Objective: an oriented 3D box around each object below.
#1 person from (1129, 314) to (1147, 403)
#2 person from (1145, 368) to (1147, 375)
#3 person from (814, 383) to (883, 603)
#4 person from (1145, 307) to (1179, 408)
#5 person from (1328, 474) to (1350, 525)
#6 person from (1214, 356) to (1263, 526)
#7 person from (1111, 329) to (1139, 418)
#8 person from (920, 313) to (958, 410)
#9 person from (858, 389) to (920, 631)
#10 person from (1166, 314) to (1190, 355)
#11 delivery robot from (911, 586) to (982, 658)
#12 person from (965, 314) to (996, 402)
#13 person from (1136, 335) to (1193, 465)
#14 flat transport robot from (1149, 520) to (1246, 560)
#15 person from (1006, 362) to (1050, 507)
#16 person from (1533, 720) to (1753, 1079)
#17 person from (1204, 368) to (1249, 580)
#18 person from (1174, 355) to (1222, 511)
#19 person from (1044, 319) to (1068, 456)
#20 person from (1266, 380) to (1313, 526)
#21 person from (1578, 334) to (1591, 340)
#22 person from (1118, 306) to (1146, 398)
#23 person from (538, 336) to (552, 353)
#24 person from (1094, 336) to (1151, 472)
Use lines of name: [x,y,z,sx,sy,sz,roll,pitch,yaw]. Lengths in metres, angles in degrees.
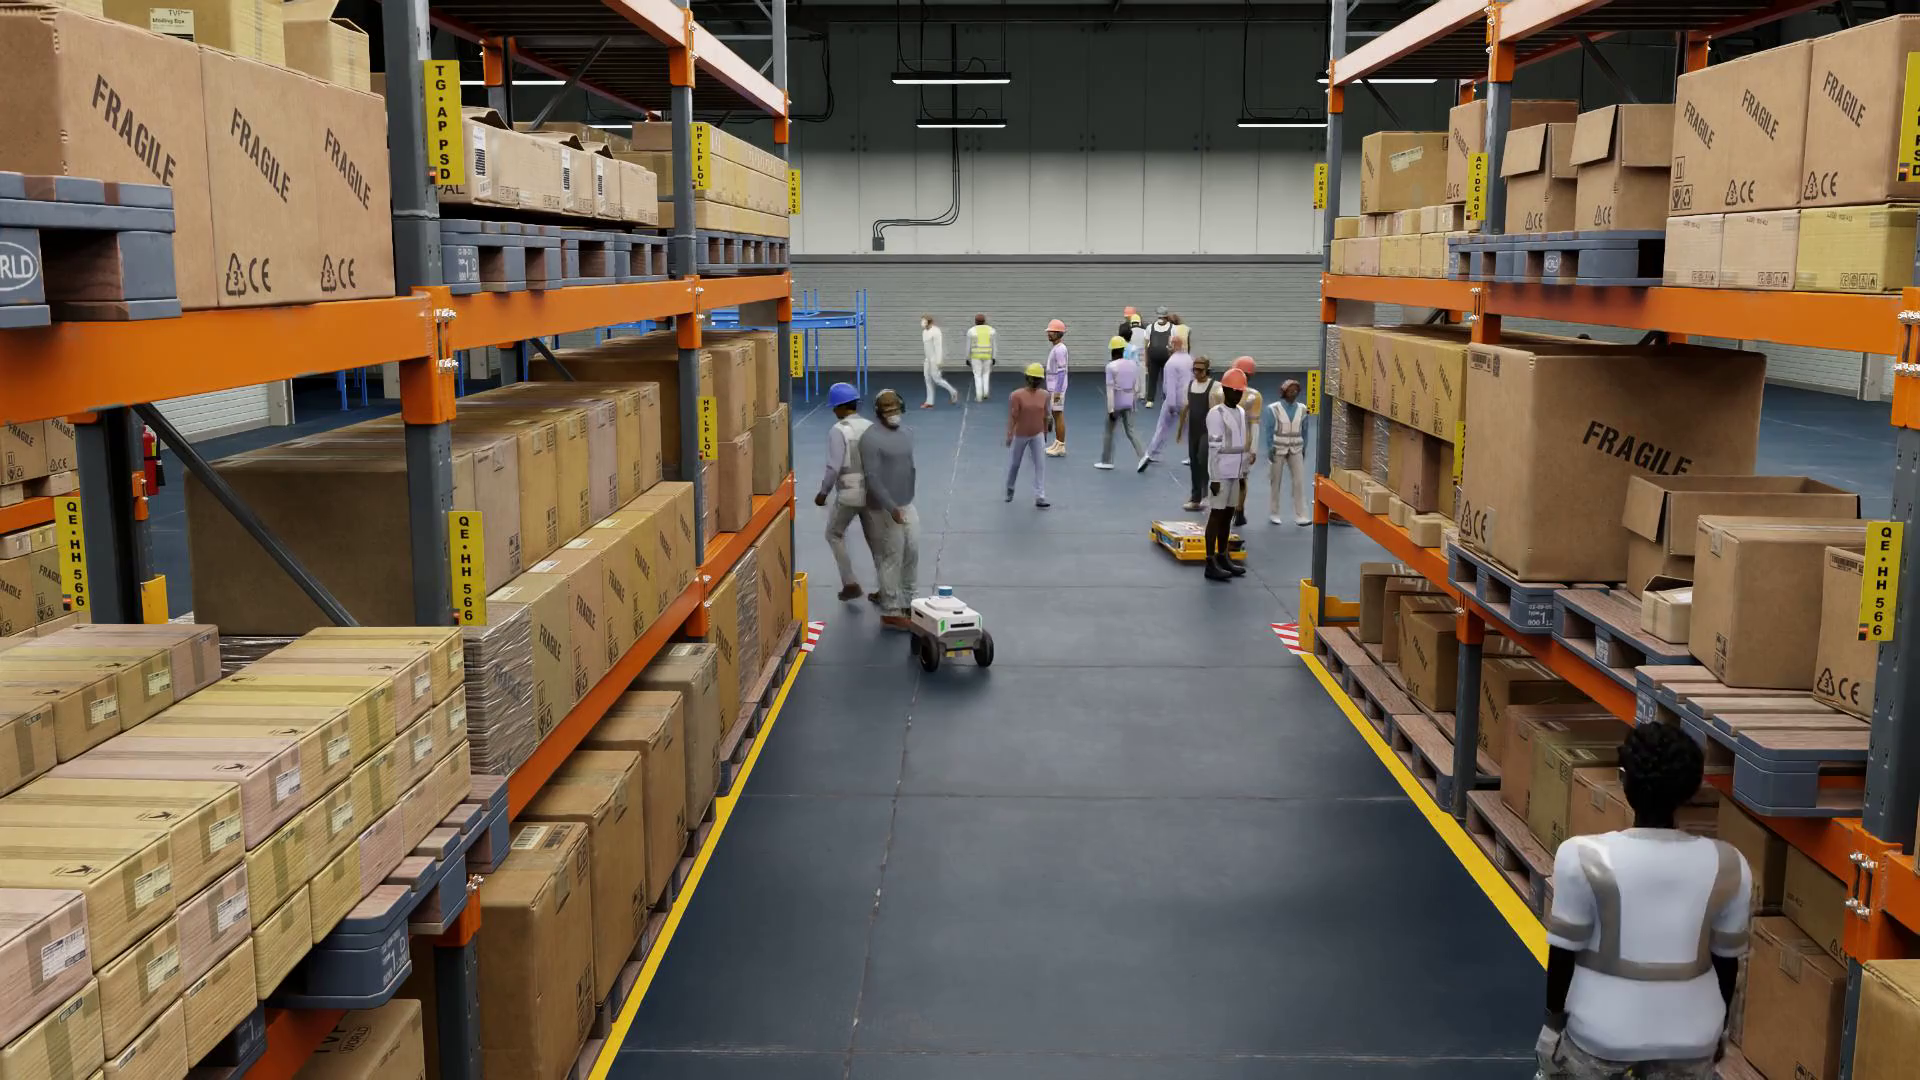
person: [3.641,-3.767,34.540,0.592,1.828,0.404,-2,10,-11]
person: [4.427,-5.003,42.645,0.861,1.589,0.525,3,10,16]
person: [-0.874,-0.378,14.059,0.619,1.889,0.642,7,12,36]
person: [4.021,-3.643,33.294,0.674,2.000,0.535,2,10,14]
person: [4.333,-1.156,18.582,0.414,1.935,0.608,5,11,29]
person: [2.990,-1.056,18.144,0.580,1.897,0.934,4,10,23]
person: [3.115,-3.145,31.332,0.547,1.651,0.871,3,10,17]
person: [-0.449,-3.563,33.090,0.722,1.910,0.645,-5,11,-25]
person: [-0.490,-0.235,13.139,0.516,1.909,0.662,7,12,35]
person: [4.615,-3.972,35.891,0.683,1.794,0.641,-7,12,-36]
delivery robot: [-0.106,0.582,12.149,0.477,0.478,0.707,-4,10,-20]
person: [0.415,-3.825,34.882,0.653,1.829,0.521,-3,10,-17]
person: [3.068,-2.021,24.011,1.017,1.847,0.651,8,12,39]
flat transport robot: [2.393,-0.016,16.857,0.652,0.197,1.431,-1,10,-6]
person: [0.805,-1.284,19.955,0.543,1.725,0.874,-3,10,-18]
person: [1.837,1.317,4.521,0.557,1.682,0.368,0,9,2]
person: [2.484,-0.617,15.360,0.376,1.934,0.547,7,12,37]
person: [2.793,-1.250,19.470,0.392,1.829,0.586,-9,13,-43]
person: [1.439,-2.298,25.084,0.356,2.047,0.615,-1,9,-3]
person: [3.619,-0.942,18.306,0.511,1.608,0.774,-1,10,-6]
person: [10.572,-2.661,28.312,0.533,1.697,0.322,2,10,10]
person: [3.678,-4.028,35.715,0.622,1.953,0.787,6,11,33]
person: [-10.970,-5.221,43.834,0.285,1.633,0.499,8,13,41]
person: [2.287,-1.902,23.217,0.590,1.895,0.911,-7,12,-35]
